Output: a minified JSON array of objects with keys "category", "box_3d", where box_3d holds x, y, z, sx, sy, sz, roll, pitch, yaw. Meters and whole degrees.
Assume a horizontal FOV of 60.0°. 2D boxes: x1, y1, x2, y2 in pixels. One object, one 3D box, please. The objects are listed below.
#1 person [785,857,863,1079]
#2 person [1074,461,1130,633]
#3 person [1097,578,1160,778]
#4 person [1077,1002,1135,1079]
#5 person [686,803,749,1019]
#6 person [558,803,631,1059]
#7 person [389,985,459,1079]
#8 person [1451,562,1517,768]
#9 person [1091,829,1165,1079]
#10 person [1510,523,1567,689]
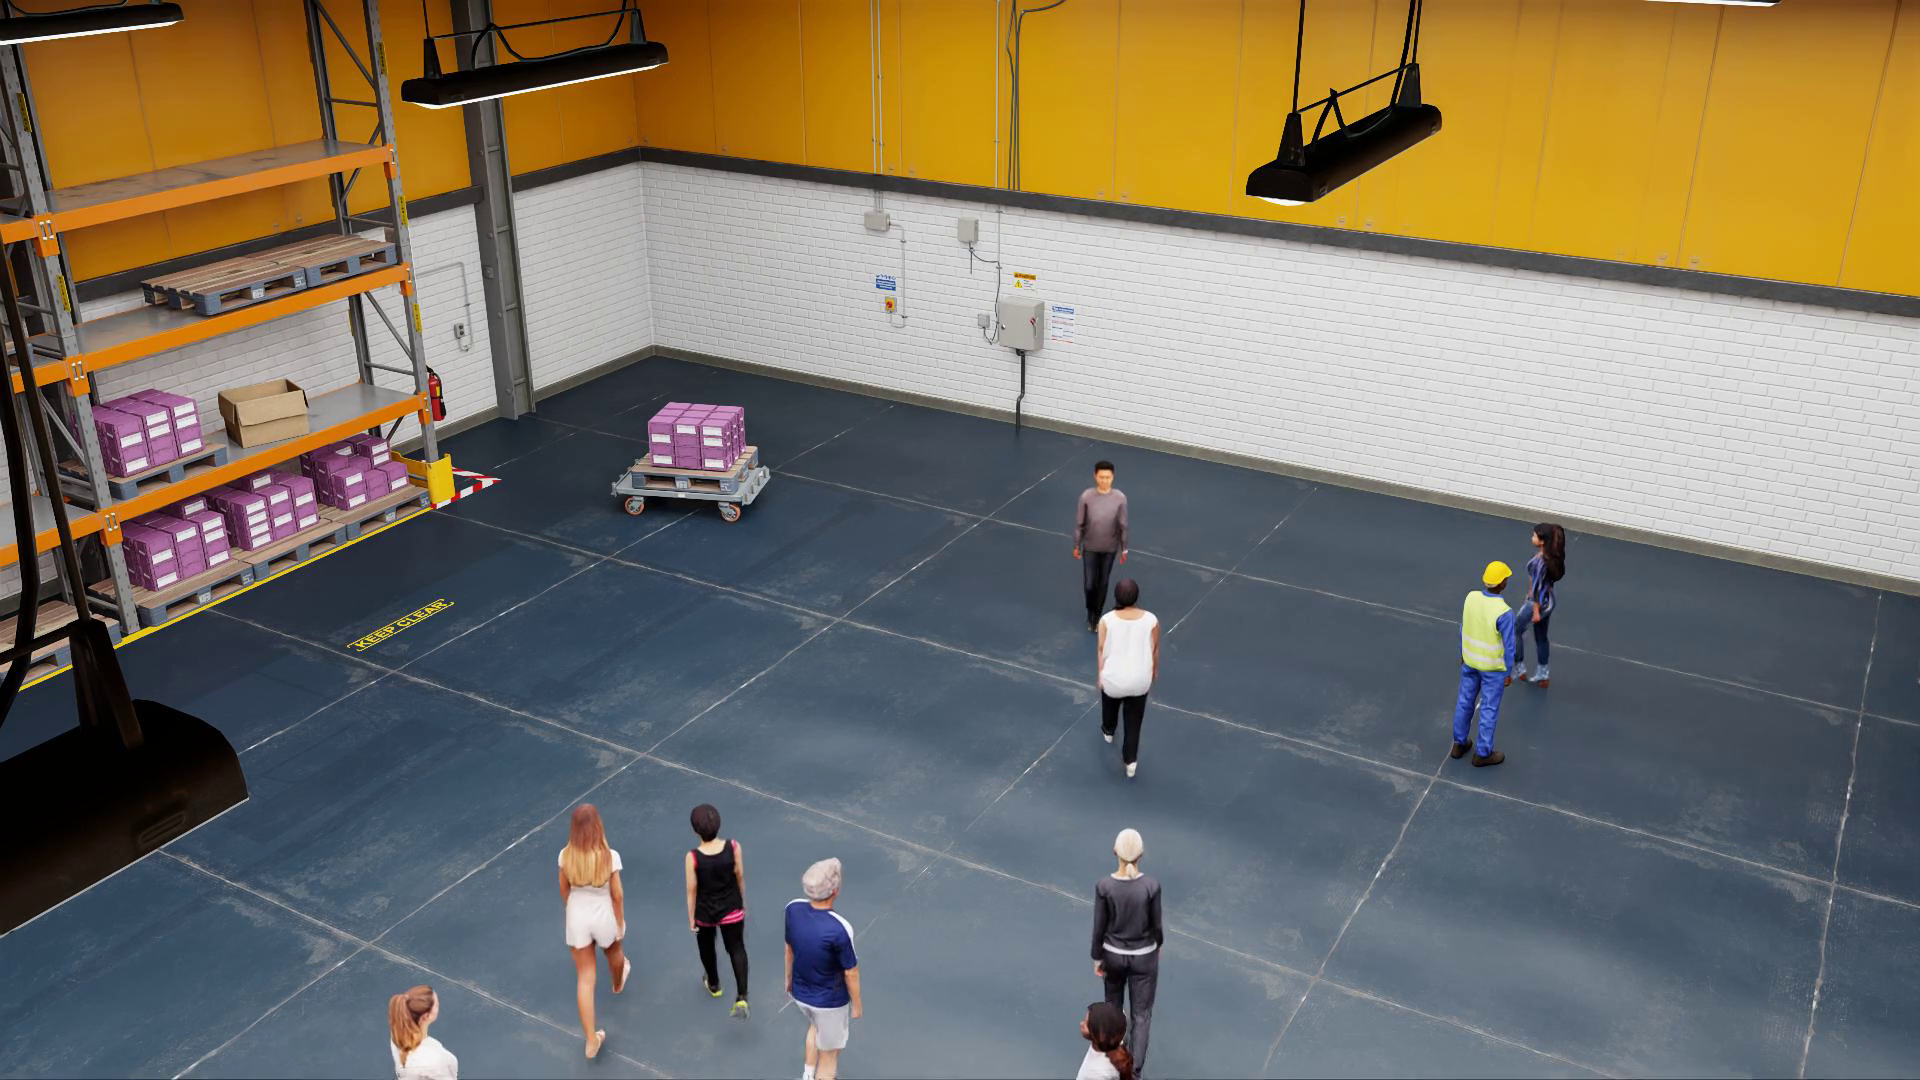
[{"category":"person","box_3d":[-0.877,2.726,9.856,0.671,1.822,0.616,15,28,31]},{"category":"person","box_3d":[1.355,0.038,16.082,0.776,1.761,0.770,11,26,24]},{"category":"person","box_3d":[1.364,1.144,13.692,0.982,1.647,1.176,1,24,2]},{"category":"person","box_3d":[0.846,3.197,8.949,0.833,1.685,1.115,7,25,15]},{"category":"person","box_3d":[-1.566,2.441,10.871,0.932,1.531,0.950,-9,25,-19]},{"category":"person","box_3d":[-2.353,2.503,10.590,0.969,1.643,1.190,0,24,-1]},{"category":"person","box_3d":[-2.932,3.195,8.958,1.159,1.682,0.888,-17,29,-34]},{"category":"person","box_3d":[4.346,1.012,13.788,0.715,1.814,0.739,-18,29,-35]},{"category":"person","box_3d":[1.053,2.603,10.300,0.837,1.693,1.169,5,24,10]},{"category":"person","box_3d":[5.295,0.604,14.981,0.683,1.605,0.565,16,28,32]}]
